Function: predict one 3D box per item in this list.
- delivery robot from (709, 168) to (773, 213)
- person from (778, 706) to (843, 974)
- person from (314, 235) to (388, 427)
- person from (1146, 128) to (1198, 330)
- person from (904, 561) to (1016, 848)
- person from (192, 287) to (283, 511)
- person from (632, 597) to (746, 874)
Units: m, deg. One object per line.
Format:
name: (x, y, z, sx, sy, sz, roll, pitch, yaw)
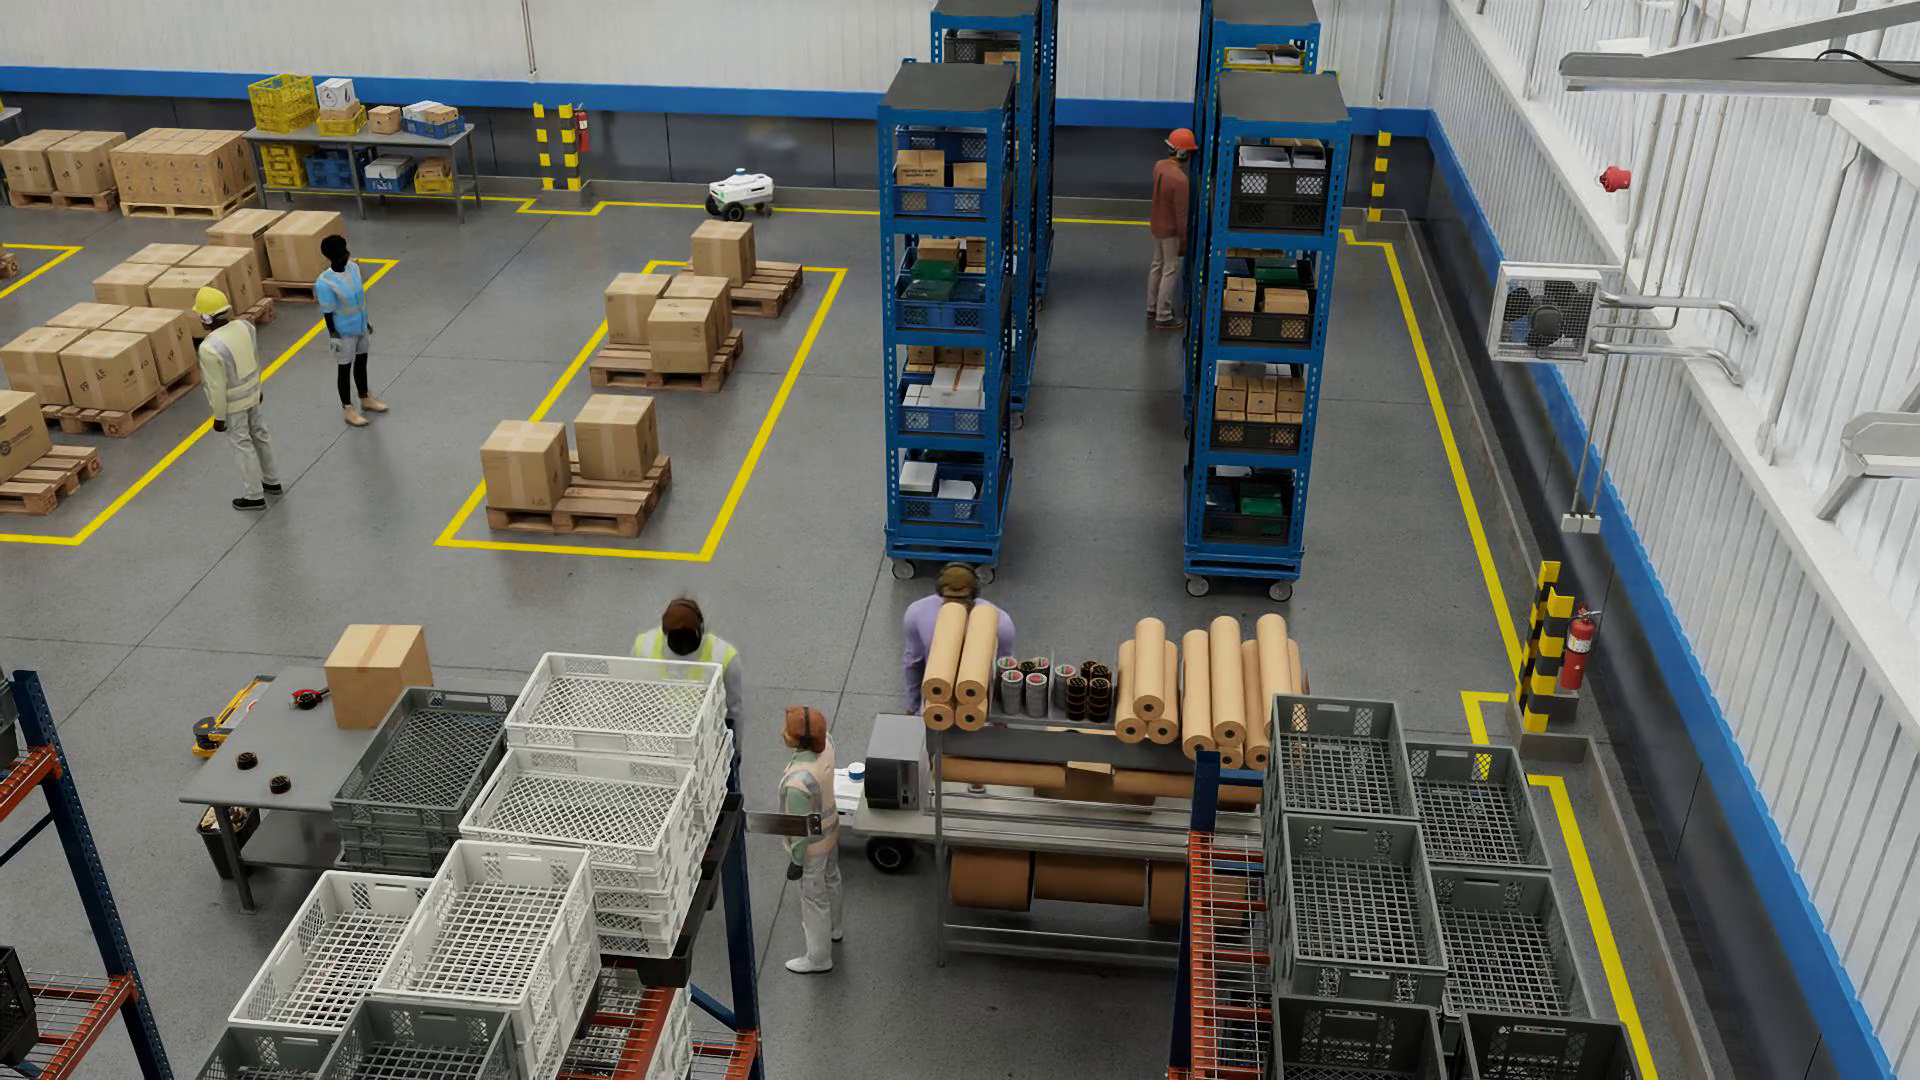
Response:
delivery robot: (-2.524, -4.052, 19.236, 0.707, 0.478, 0.477, -20, 36, -30)
person: (-0.773, 1.541, 8.642, 0.306, 1.644, 0.522, 6, 31, 11)
person: (-5.279, -1.828, 14.378, 0.317, 1.695, 0.540, 9, 31, 16)
person: (2.057, -3.015, 16.142, 0.412, 1.982, 0.620, -10, 32, -16)
person: (-0.007, 0.932, 9.411, 0.630, 1.931, 0.368, 7, 31, 12)
person: (-5.673, -1.108, 13.007, 0.404, 1.830, 0.603, 6, 31, 10)
person: (-1.498, 1.097, 9.227, 0.656, 1.825, 0.646, 6, 31, 10)
